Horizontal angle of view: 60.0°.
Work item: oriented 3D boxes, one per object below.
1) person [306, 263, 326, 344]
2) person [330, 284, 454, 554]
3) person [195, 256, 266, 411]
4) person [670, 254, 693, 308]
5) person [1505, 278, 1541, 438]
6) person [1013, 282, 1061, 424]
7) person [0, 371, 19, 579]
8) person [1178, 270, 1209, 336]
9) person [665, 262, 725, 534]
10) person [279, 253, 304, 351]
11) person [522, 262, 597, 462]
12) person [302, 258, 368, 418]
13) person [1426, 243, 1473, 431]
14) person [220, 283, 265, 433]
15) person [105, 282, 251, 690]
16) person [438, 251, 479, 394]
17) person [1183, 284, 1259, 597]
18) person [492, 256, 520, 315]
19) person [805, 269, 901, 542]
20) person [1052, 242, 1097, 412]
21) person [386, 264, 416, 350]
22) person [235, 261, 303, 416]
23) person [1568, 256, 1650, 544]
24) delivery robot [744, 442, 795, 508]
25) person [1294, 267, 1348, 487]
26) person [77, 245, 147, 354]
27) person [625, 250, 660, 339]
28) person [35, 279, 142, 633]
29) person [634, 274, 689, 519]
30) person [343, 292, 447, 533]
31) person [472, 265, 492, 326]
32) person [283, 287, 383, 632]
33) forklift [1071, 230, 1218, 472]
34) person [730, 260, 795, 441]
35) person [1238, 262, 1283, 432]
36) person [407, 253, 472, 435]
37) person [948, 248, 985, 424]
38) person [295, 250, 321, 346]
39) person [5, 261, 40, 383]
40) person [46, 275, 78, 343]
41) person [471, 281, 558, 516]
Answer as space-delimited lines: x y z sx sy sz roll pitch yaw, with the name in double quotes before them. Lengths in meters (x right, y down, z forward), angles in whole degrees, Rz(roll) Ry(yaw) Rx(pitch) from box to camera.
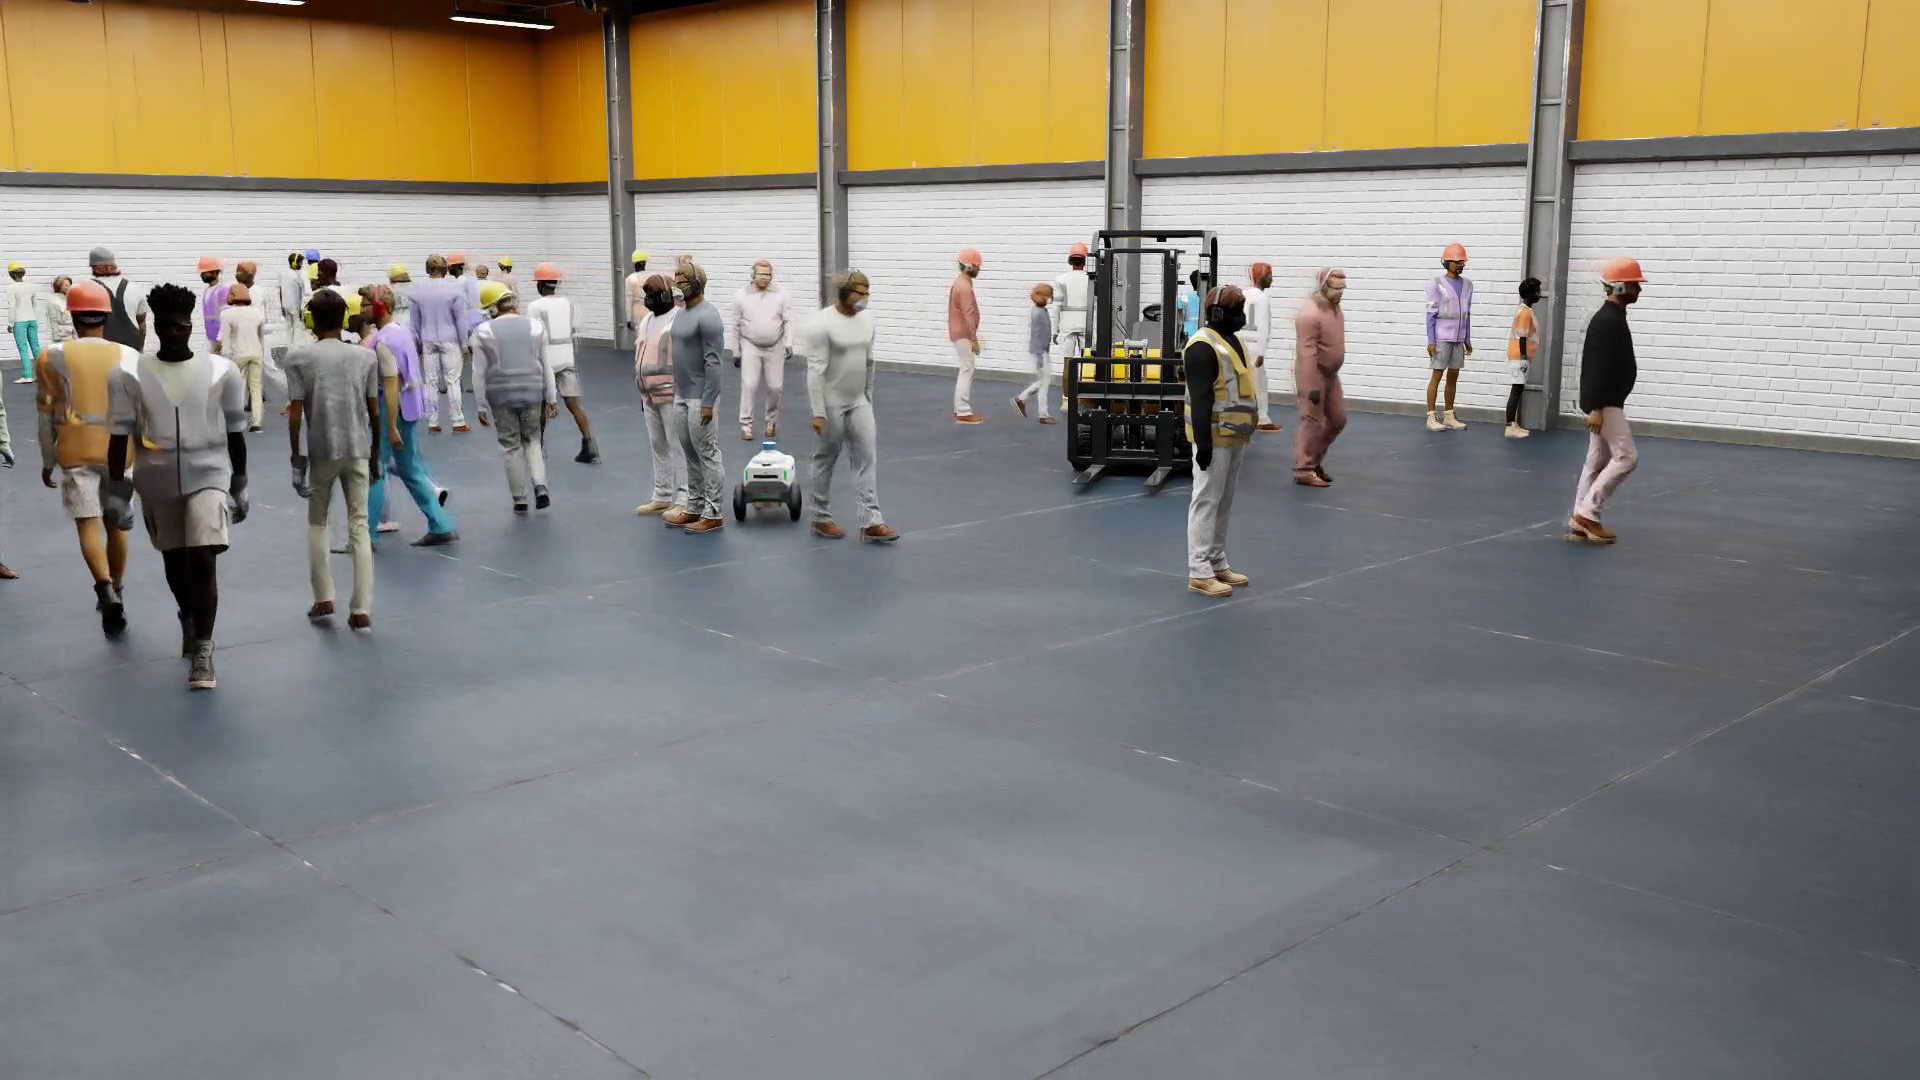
"person" -7.683 -2.449 20.145 0.470 1.804 0.693 -6 12 -31
"person" -3.847 -0.815 11.259 0.784 1.819 0.603 -1 10 -5
"person" -8.837 -2.453 19.949 0.552 1.902 0.892 7 13 34
"person" -4.255 -3.435 25.386 0.953 1.871 0.645 4 11 22
"person" 5.948 -1.922 17.589 0.321 1.691 0.532 4 11 19
"person" 0.872 -2.107 18.835 0.512 1.612 0.514 3 11 16
"person" -6.062 -0.538 10.187 0.283 1.633 0.499 6 12 30
"person" 3.012 -2.590 21.208 0.542 1.695 0.316 0 10 -1
"person" -1.904 -1.016 11.966 0.372 1.940 0.632 -7 12 -33
"person" -10.997 -3.810 27.477 0.802 1.845 0.438 7 13 34
"person" -3.792 -1.675 15.715 0.991 1.894 0.560 9 14 40
"person" -7.244 -2.348 19.422 1.000 1.875 0.595 0 10 0
"person" 5.364 -2.209 18.183 0.609 2.043 0.376 -5 12 -26
"person" -7.739 -1.960 17.995 0.505 1.618 0.402 -10 14 -44
"person" -3.789 -0.293 8.103 0.618 1.912 1.019 -4 11 -20
"person" -6.783 -2.922 22.451 0.771 1.908 0.572 0 10 1
"person" 1.563 -0.599 9.951 0.429 1.842 0.636 6 12 28
"person" -7.797 -3.989 28.646 0.533 1.768 0.310 5 11 25
"person" -0.751 -0.908 11.487 0.891 1.887 0.668 9 14 42
"person" 1.419 -2.554 20.066 0.614 2.042 0.373 1 10 4
"person" -7.957 -3.068 23.768 0.524 1.722 0.351 -9 14 -40
"person" -8.191 -2.324 19.397 0.982 1.847 0.579 -9 14 -41
"person" 4.458 -0.943 11.433 0.468 1.980 0.640 5 11 24
"delivery robot" -1.453 -0.505 12.694 0.477 0.478 0.707 0 10 -2
"person" 3.042 -1.359 14.029 0.456 1.868 0.690 8 13 38
"person" -8.592 -1.955 16.803 0.536 2.000 0.688 9 14 40
"person" -4.688 -3.349 24.744 0.614 1.912 0.451 -7 13 -34
"person" -4.680 -0.461 9.059 0.550 1.907 0.932 -8 13 -36
"person" -2.229 -1.076 12.557 0.429 1.841 0.634 -10 14 -42
"person" -4.096 -0.914 11.954 0.644 1.739 0.537 -3 11 -15
"person" -7.983 -3.791 27.918 0.522 1.636 0.311 -3 11 -17
"person" -3.398 -0.442 9.069 0.502 1.850 0.699 -6 12 -28
"forklift" 1.804 -1.825 15.677 1.214 2.155 2.313 2 11 13
"person" -2.072 -1.992 17.443 0.660 1.880 0.590 -3 11 -15
"person" 3.089 -2.058 17.891 0.863 1.860 0.576 -2 11 -12
"person" -5.557 -2.087 17.799 0.627 1.940 0.370 1 10 5
"person" 0.084 -2.292 18.820 0.428 1.980 0.640 -1 10 -5
"person" -10.432 -3.744 26.955 0.628 1.914 0.913 -1 10 -8
"person" -13.562 -3.143 24.045 0.328 1.762 0.533 3 11 15
"person" -11.324 -2.539 21.112 0.398 1.622 0.527 4 11 20
"person" -3.383 -1.066 12.638 0.633 1.790 0.415 -5 12 -27
